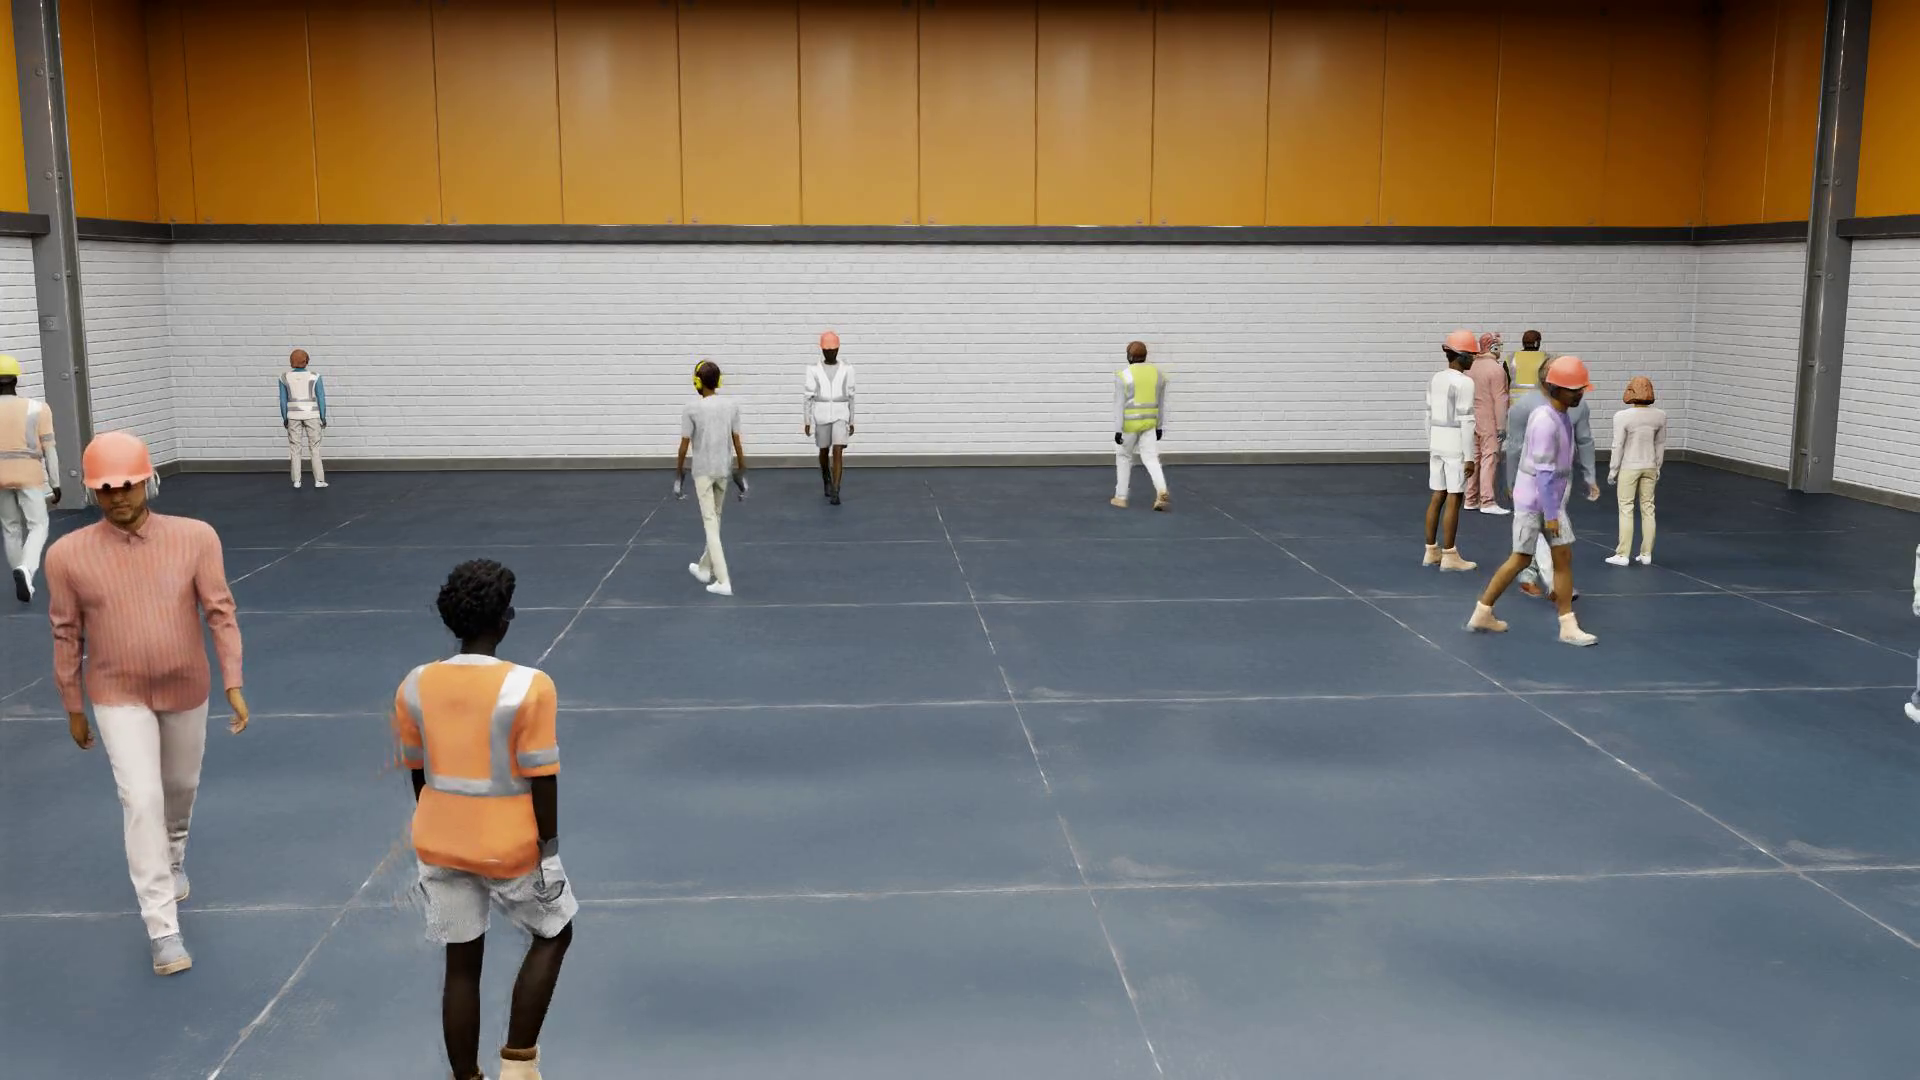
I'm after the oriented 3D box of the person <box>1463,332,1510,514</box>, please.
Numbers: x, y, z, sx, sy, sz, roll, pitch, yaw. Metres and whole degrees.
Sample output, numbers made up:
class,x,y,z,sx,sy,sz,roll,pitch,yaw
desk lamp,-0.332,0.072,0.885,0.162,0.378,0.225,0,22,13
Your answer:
class,x,y,z,sx,sy,sz,roll,pitch,yaw
person,5.550,-1.227,17.472,0.410,1.913,0.643,-3,9,-16

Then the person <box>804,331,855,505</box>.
class,x,y,z,sx,sy,sz,roll,pitch,yaw
person,-1.440,-1.373,18.434,0.556,1.904,0.942,-1,9,-4

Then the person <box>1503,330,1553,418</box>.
class,x,y,z,sx,sy,sz,roll,pitch,yaw
person,6.906,-1.628,20.212,0.627,1.840,0.429,5,10,27

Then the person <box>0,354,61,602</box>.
class,x,y,z,sx,sy,sz,roll,pitch,yaw
person,-7.197,-0.461,12.651,0.600,1.906,0.754,-3,9,-17

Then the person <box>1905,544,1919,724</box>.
class,x,y,z,sx,sy,sz,roll,pitch,yaw
person,5.406,0.277,8.998,0.516,1.600,0.773,3,9,16

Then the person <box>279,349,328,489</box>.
class,x,y,z,sx,sy,sz,roll,pitch,yaw
person,-7.683,-1.411,19.475,0.513,1.640,0.307,-1,9,-9

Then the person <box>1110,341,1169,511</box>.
class,x,y,z,sx,sy,sz,roll,pitch,yaw
person,1.929,-1.217,17.737,0.635,1.816,0.866,-4,10,-24

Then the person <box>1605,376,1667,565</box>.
class,x,y,z,sx,sy,sz,roll,pitch,yaw
person,5.829,-0.591,14.345,0.499,1.633,0.286,-2,9,-12

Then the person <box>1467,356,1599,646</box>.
class,x,y,z,sx,sy,sz,roll,pitch,yaw
person,3.926,-0.272,11.320,0.882,1.982,0.624,8,12,40

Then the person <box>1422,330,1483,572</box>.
class,x,y,z,sx,sy,sz,roll,pitch,yaw
person,4.196,-0.756,14.103,0.396,2.038,0.615,-2,9,-15

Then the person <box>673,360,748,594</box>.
class,x,y,z,sx,sy,sz,roll,pitch,yaw
person,-2.027,-0.510,13.252,0.557,1.824,0.889,-7,11,-37

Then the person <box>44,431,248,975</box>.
class,x,y,z,sx,sy,sz,roll,pitch,yaw
person,-3.063,0.543,6.269,0.615,1.951,1.022,-6,11,-33

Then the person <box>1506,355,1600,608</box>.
class,x,y,z,sx,sy,sz,roll,pitch,yaw
person,4.514,-0.439,12.586,0.636,1.892,0.991,-2,9,-15

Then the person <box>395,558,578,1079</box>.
class,x,y,z,sx,sy,sz,roll,pitch,yaw
person,-1.381,0.889,4.854,0.554,1.681,0.390,3,10,18
